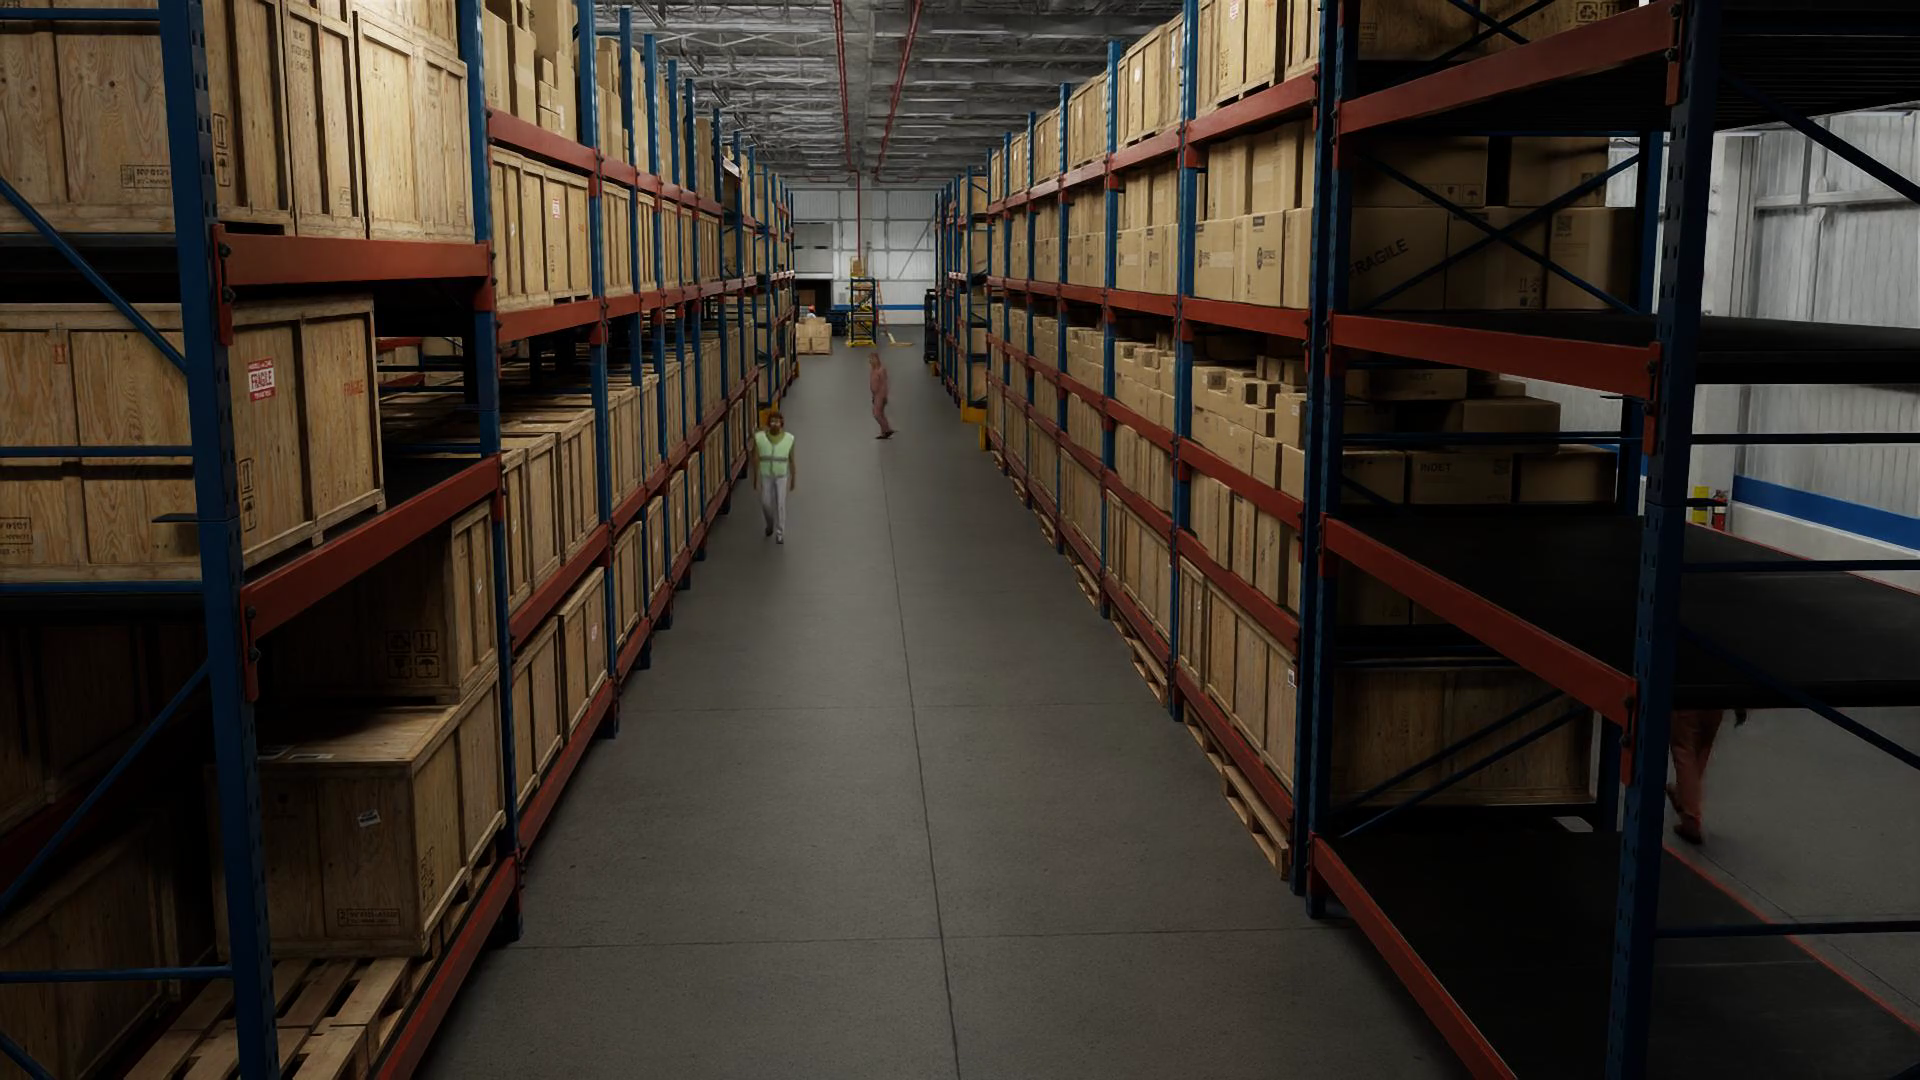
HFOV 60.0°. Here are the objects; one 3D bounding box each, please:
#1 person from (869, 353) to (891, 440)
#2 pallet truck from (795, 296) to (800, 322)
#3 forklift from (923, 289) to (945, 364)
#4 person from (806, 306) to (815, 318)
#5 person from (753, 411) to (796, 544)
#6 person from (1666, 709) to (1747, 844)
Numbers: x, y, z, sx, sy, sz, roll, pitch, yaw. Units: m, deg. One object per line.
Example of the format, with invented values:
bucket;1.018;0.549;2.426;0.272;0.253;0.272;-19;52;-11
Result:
person;-1.742;-3.101;36.009;0.468;1.875;0.671;-2;10;-12
pallet truck;-8.622;-12.439;91.403;1.885;1.965;0.823;2;10;13
forklift;-0.810;-8.122;62.985;1.129;2.768;1.873;-1;10;-3
person;-6.493;-9.283;72.776;0.543;1.928;0.400;8;13;41
person;-2.530;-0.857;22.721;0.591;1.827;0.451;0;10;-3
person;4.924;1.038;11.277;0.667;1.860;0.968;0;10;1
